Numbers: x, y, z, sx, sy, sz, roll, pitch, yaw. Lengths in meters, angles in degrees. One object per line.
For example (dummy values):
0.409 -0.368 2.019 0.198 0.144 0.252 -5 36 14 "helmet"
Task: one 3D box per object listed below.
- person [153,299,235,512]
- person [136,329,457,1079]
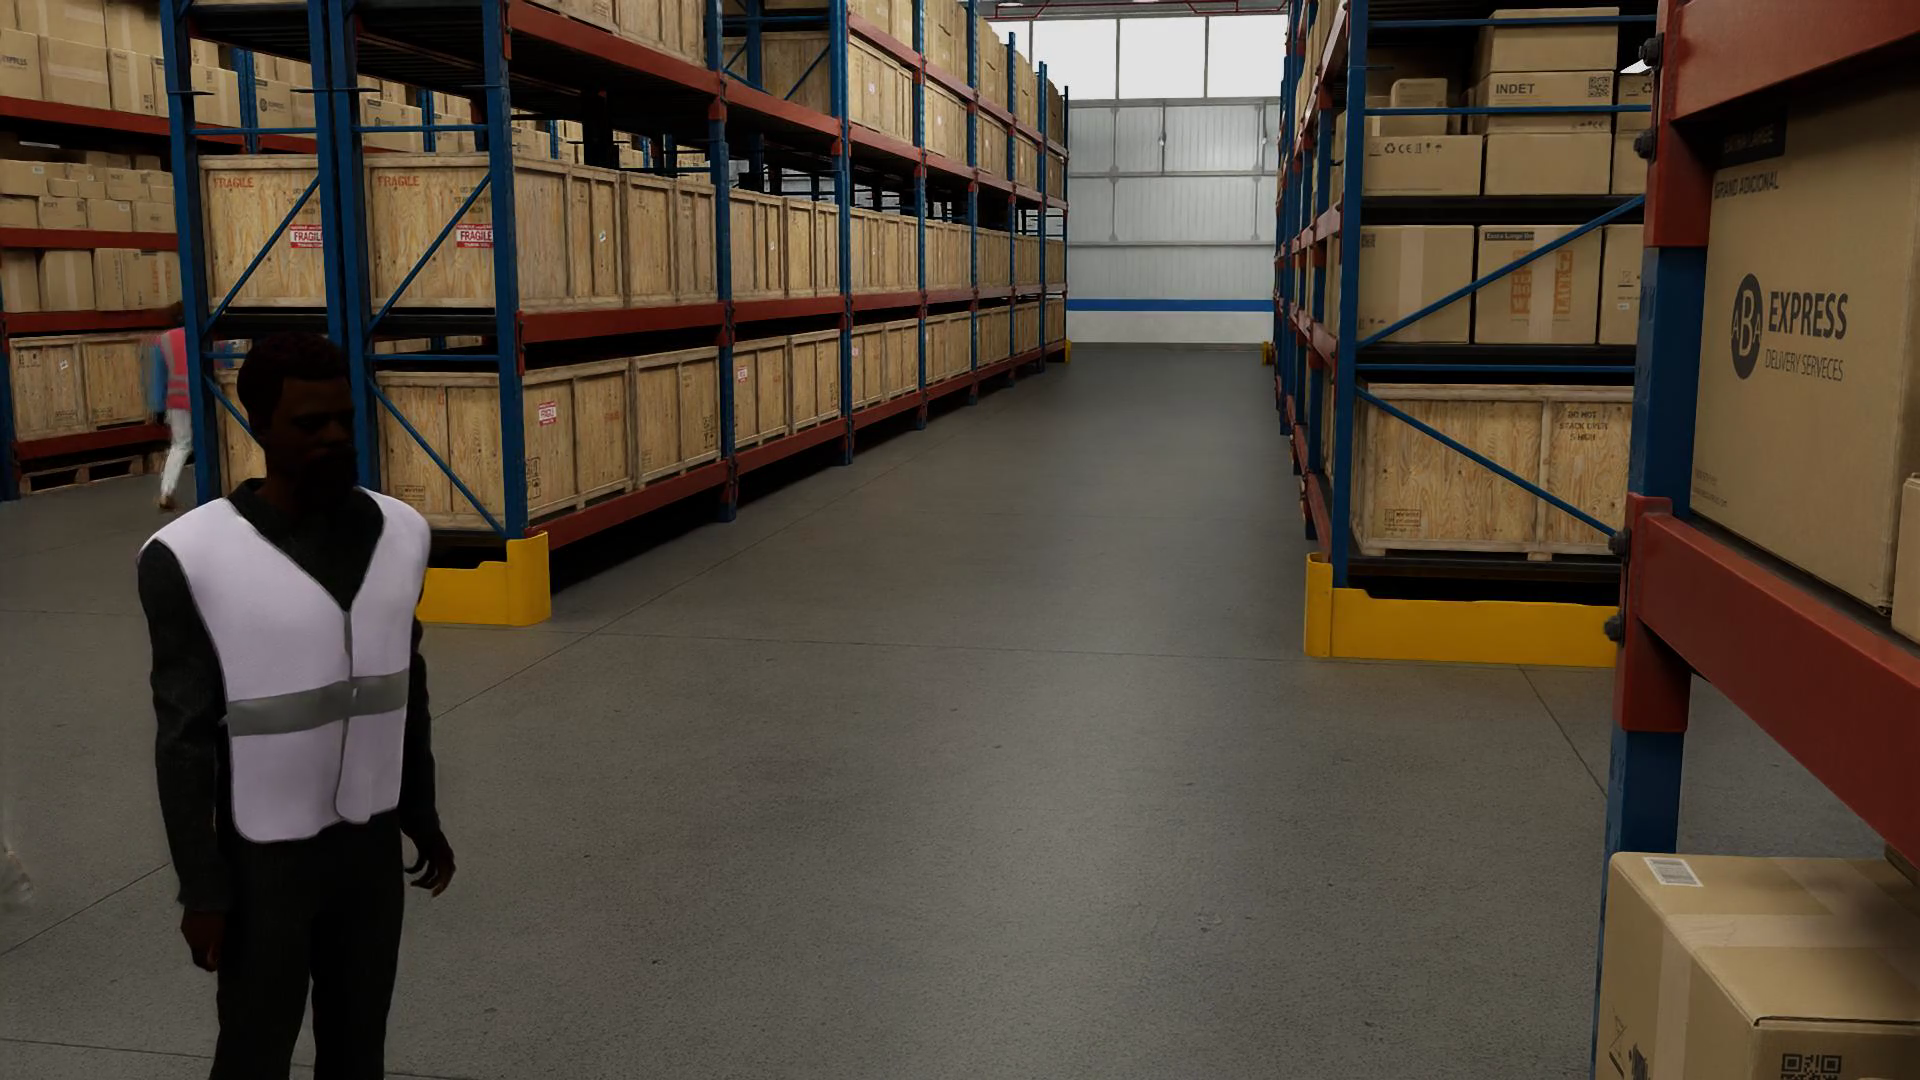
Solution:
-6.493 -1.143 14.161 0.672 1.805 0.751 -2 9 -11 "person"
-1.241 0.562 3.179 0.395 1.919 0.590 6 11 31 "person"
